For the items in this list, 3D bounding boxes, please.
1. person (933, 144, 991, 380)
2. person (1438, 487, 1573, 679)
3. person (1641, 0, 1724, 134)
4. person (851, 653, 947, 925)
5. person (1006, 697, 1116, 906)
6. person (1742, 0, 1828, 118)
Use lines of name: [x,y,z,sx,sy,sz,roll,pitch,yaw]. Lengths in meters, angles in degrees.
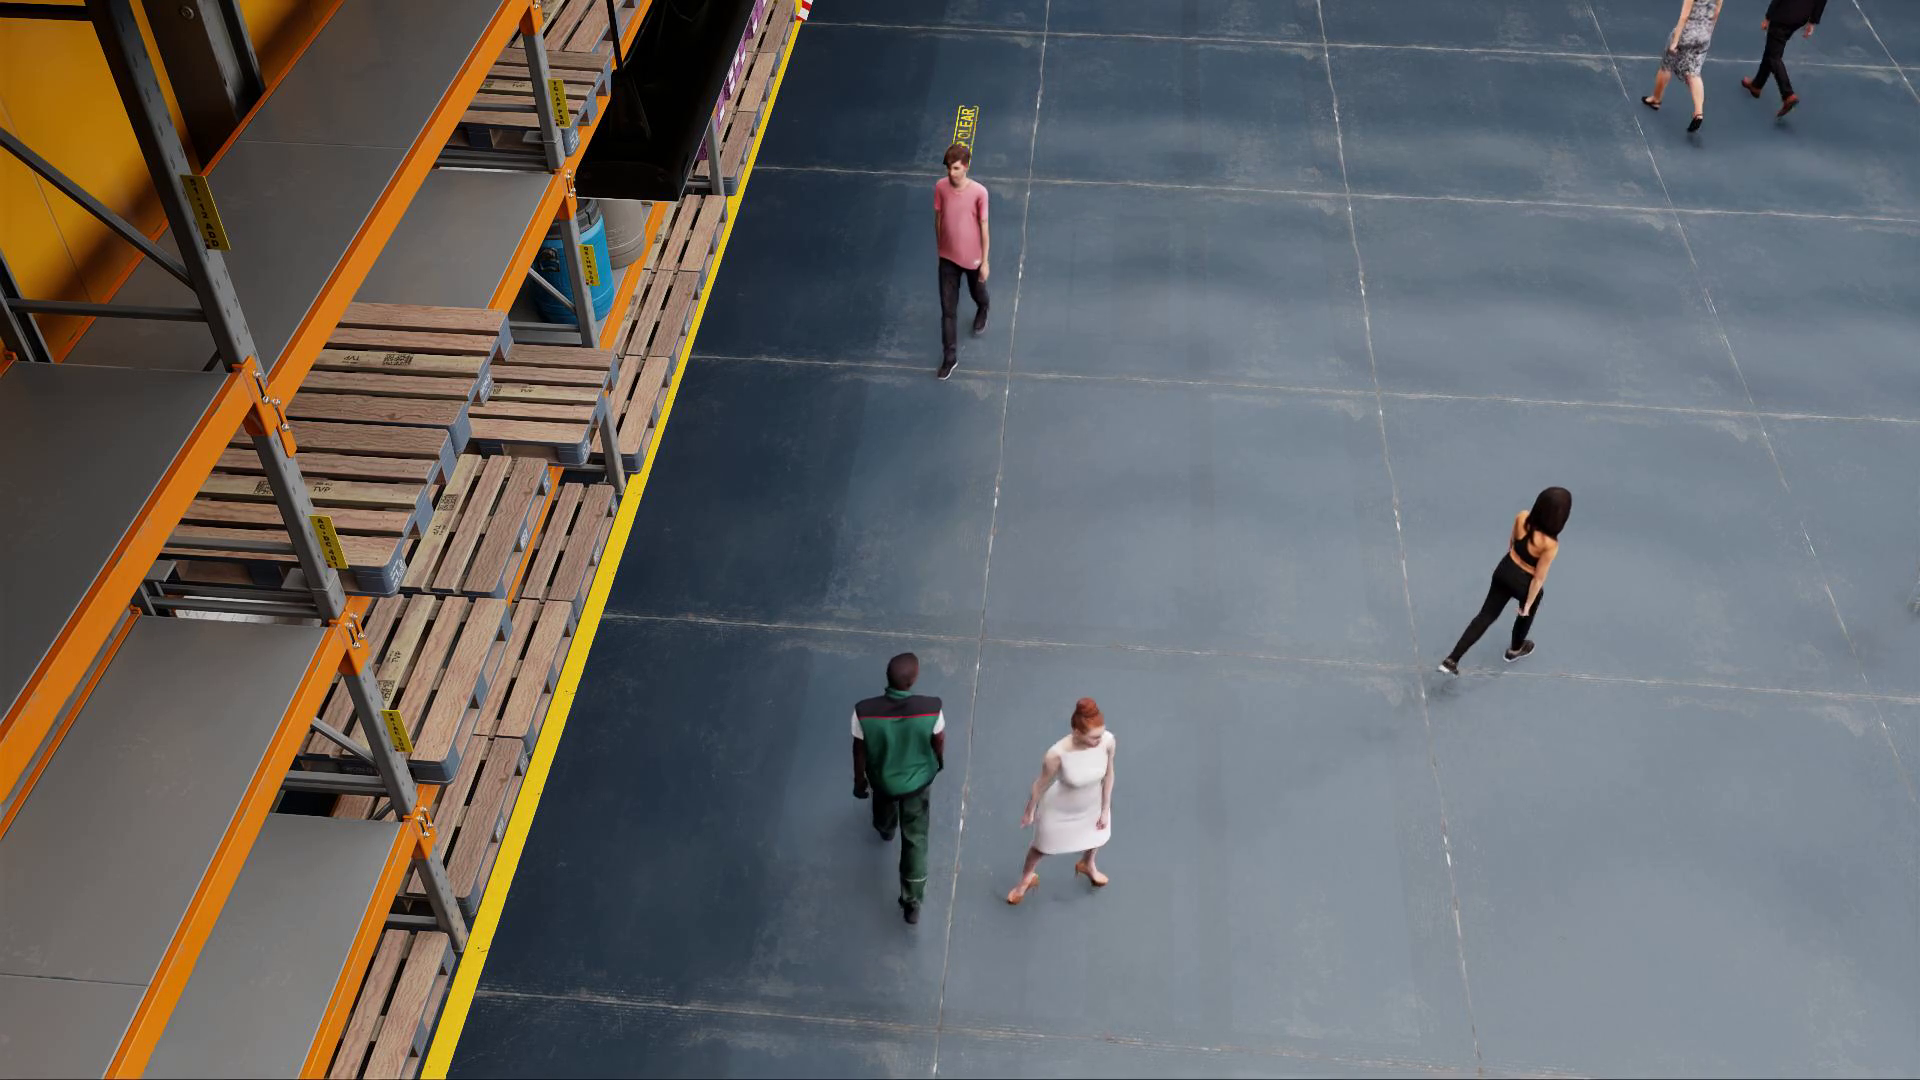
person: [0.065,-2.301,13.265,0.792,1.926,1.242,10,45,11]
person: [3.533,0.304,10.757,1.031,1.613,1.035,-26,49,-24]
person: [7.090,-4.762,16.033,0.757,1.672,1.168,-6,44,-6]
person: [-0.325,1.418,9.458,0.736,1.792,1.201,0,44,0]
person: [0.580,1.490,9.395,0.833,1.775,0.736,-6,44,-6]
person: [8.138,-5.049,16.203,0.970,1.852,1.226,-11,45,-11]
